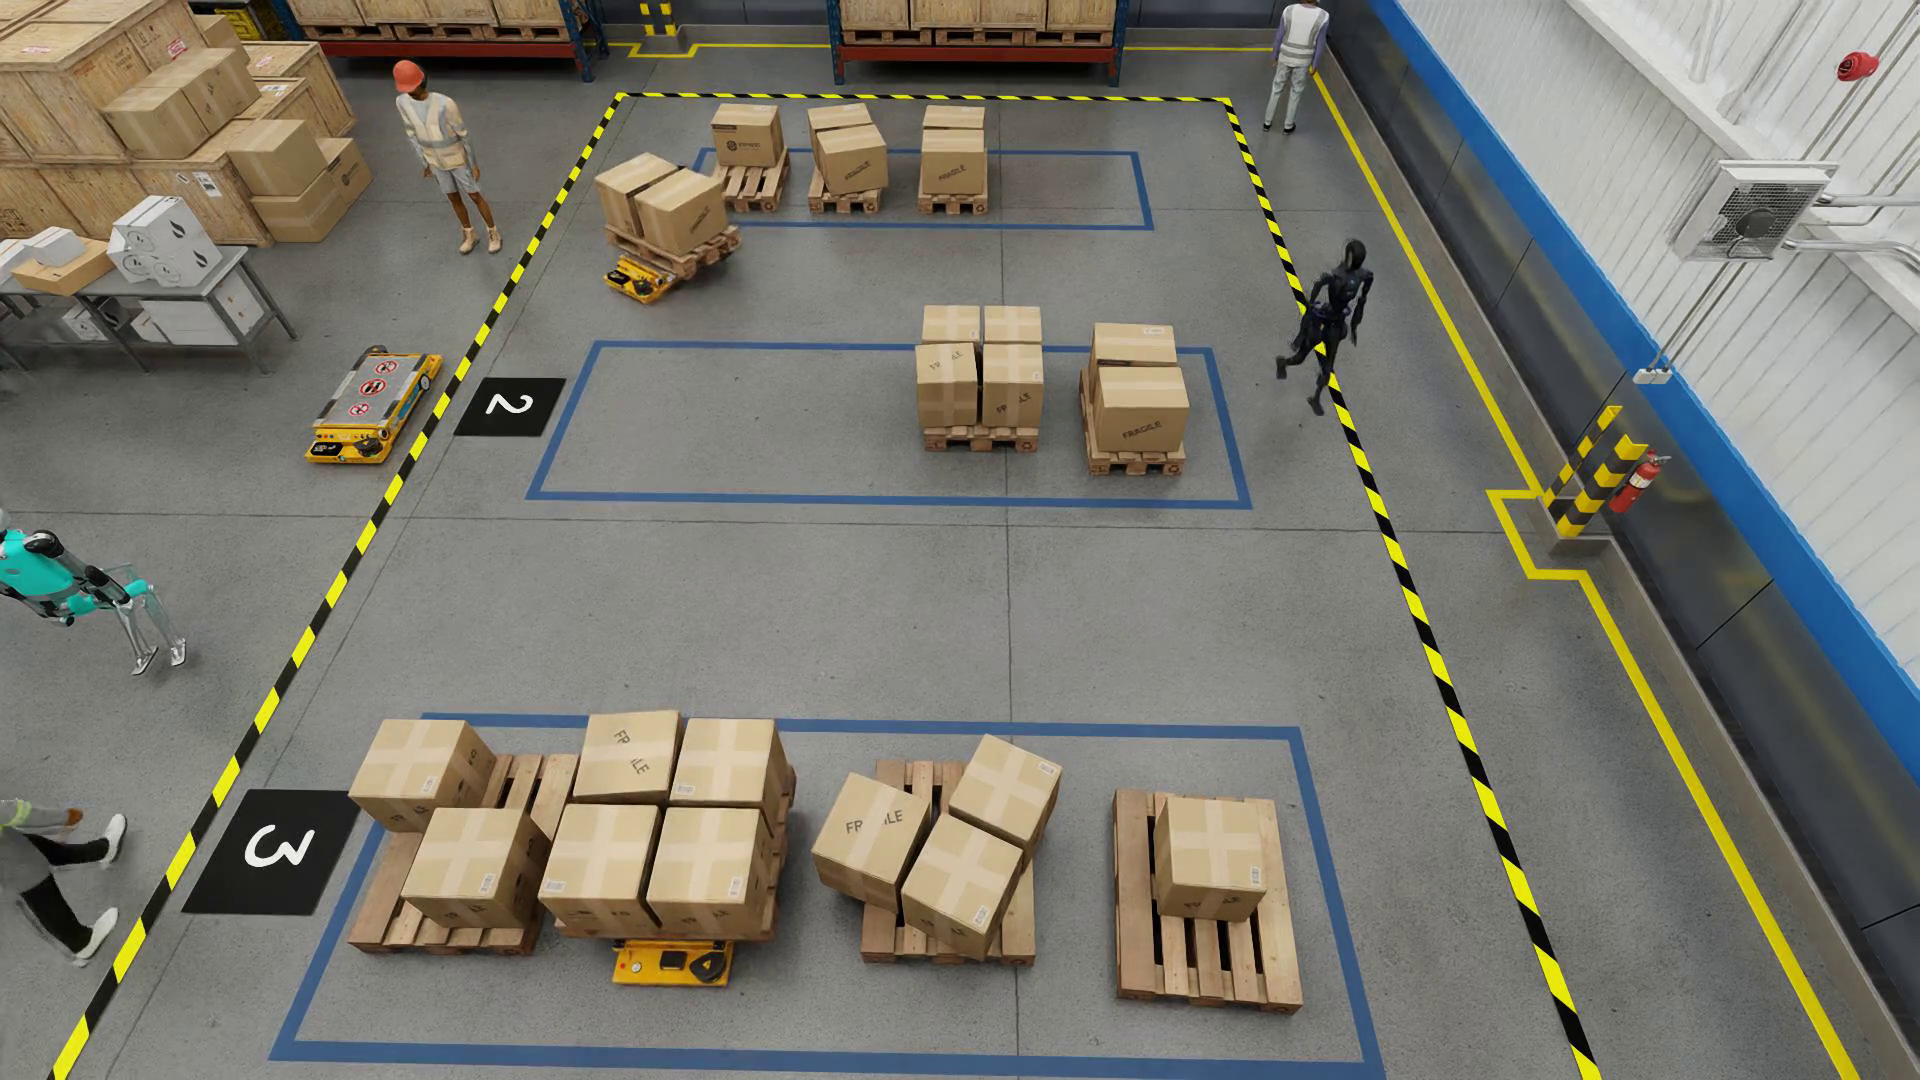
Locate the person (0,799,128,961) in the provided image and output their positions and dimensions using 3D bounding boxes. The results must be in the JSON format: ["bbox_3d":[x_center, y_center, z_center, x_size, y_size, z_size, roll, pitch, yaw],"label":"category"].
[{"bbox_3d":[-5.226,1.592,5.011,0.609,1.810,0.931,-2,50,-1],"label":"person"}]

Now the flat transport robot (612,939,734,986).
[{"bbox_3d":[-1.659,1.970,5.681,0.652,0.197,1.431,1,50,1],"label":"flat transport robot"}]

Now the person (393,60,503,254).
[{"bbox_3d":[-5.340,-3.942,9.547,0.604,2.035,0.380,0,50,0],"label":"person"}]

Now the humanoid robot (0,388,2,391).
[{"bbox_3d":[-9.278,-1.642,7.869,0.790,1.633,0.602,-22,53,-18],"label":"humanoid robot"}]

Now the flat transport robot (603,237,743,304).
[{"bbox_3d":[-3.119,-3.105,9.976,0.652,0.197,1.431,29,55,22],"label":"flat transport robot"}]

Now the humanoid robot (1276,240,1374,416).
[{"bbox_3d":[3.229,-1.938,8.106,0.588,1.641,0.722,-8,50,-7],"label":"humanoid robot"}]

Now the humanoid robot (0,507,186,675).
[{"bbox_3d":[-5.811,0.251,6.102,0.533,1.680,0.735,-11,51,-10],"label":"humanoid robot"}]

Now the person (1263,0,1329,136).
[{"bbox_3d":[4.189,-6.011,11.428,0.602,1.830,0.404,21,53,17],"label":"person"}]

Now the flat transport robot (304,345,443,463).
[{"bbox_3d":[-5.383,-1.269,8.441,0.659,0.231,1.431,1,50,1],"label":"flat transport robot"}]
